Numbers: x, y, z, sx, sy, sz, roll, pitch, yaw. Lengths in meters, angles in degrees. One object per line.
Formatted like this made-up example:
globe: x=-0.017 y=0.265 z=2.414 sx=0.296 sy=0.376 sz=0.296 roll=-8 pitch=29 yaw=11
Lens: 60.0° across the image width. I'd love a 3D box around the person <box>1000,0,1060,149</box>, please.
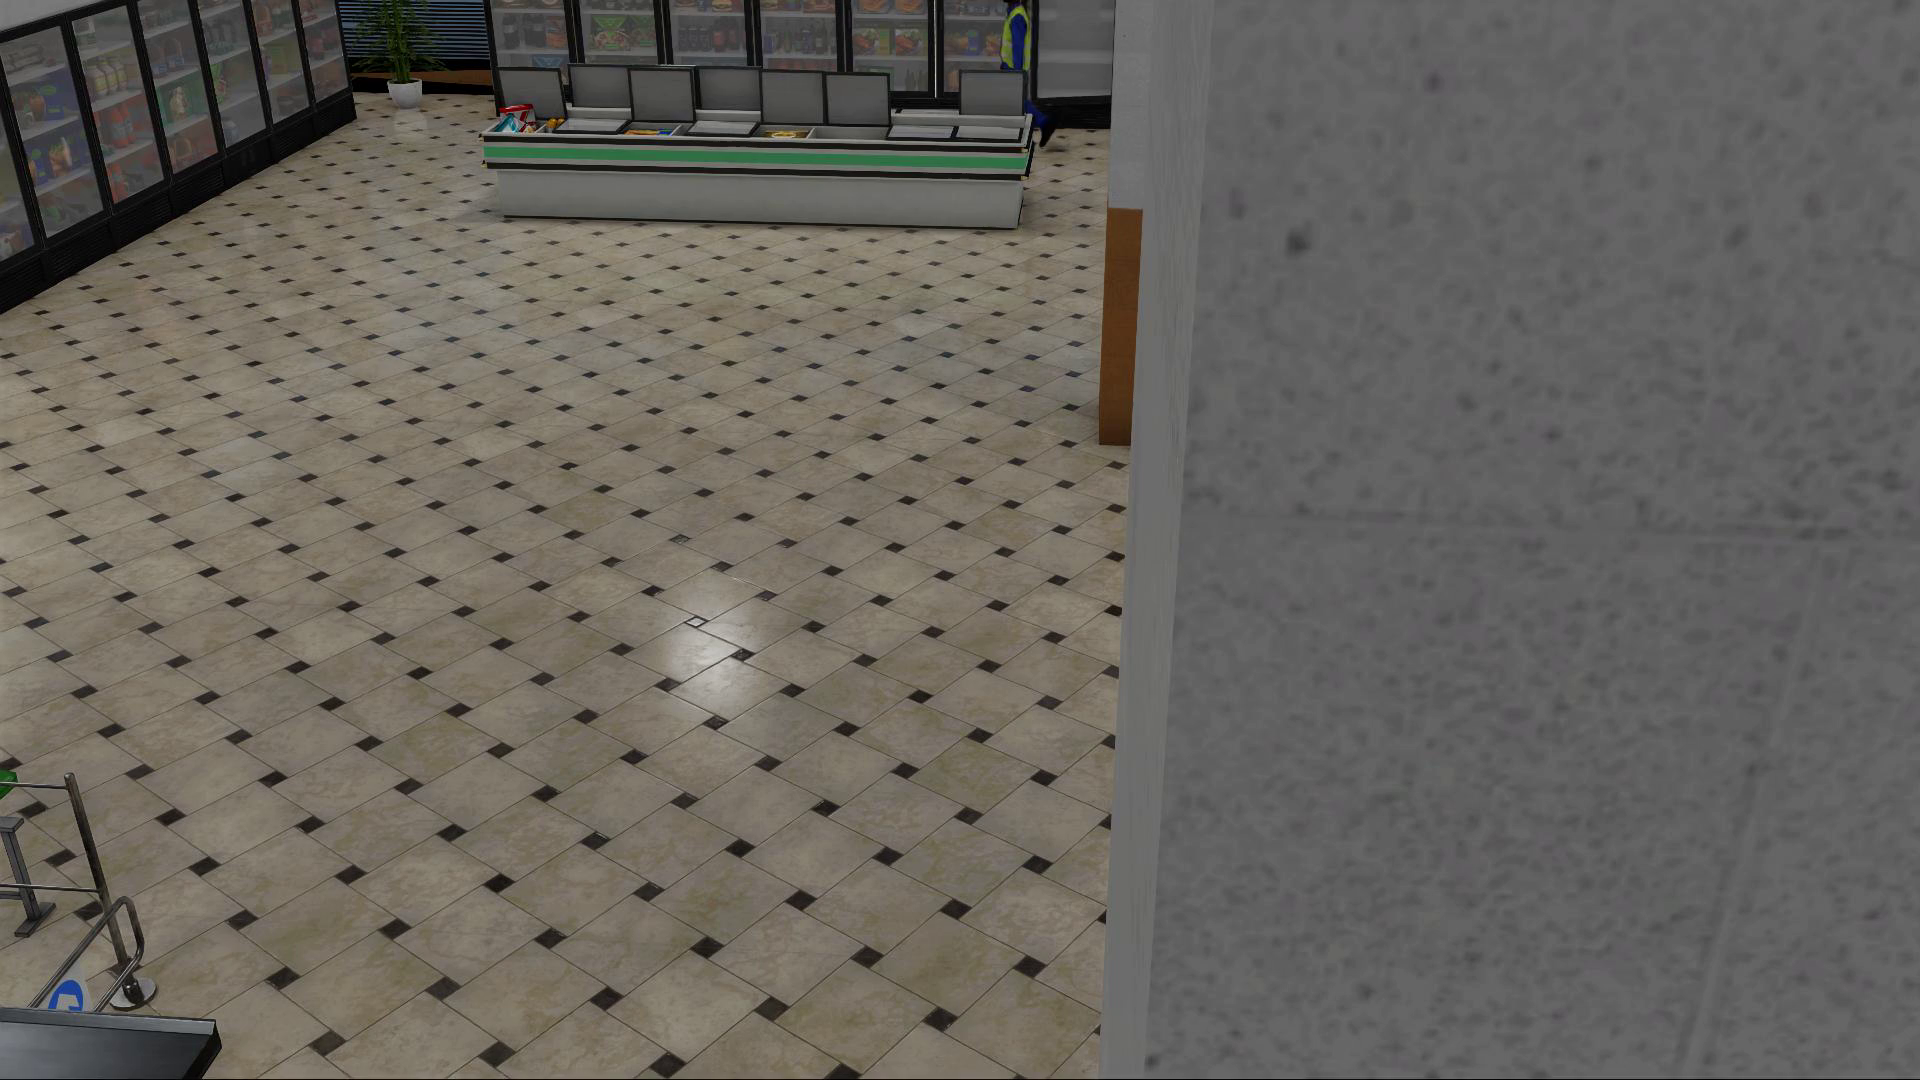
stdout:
person: x=0.645 y=-4.922 z=17.284 sx=1.070 sy=1.792 sz=0.722 roll=-1 pitch=27 yaw=-1
